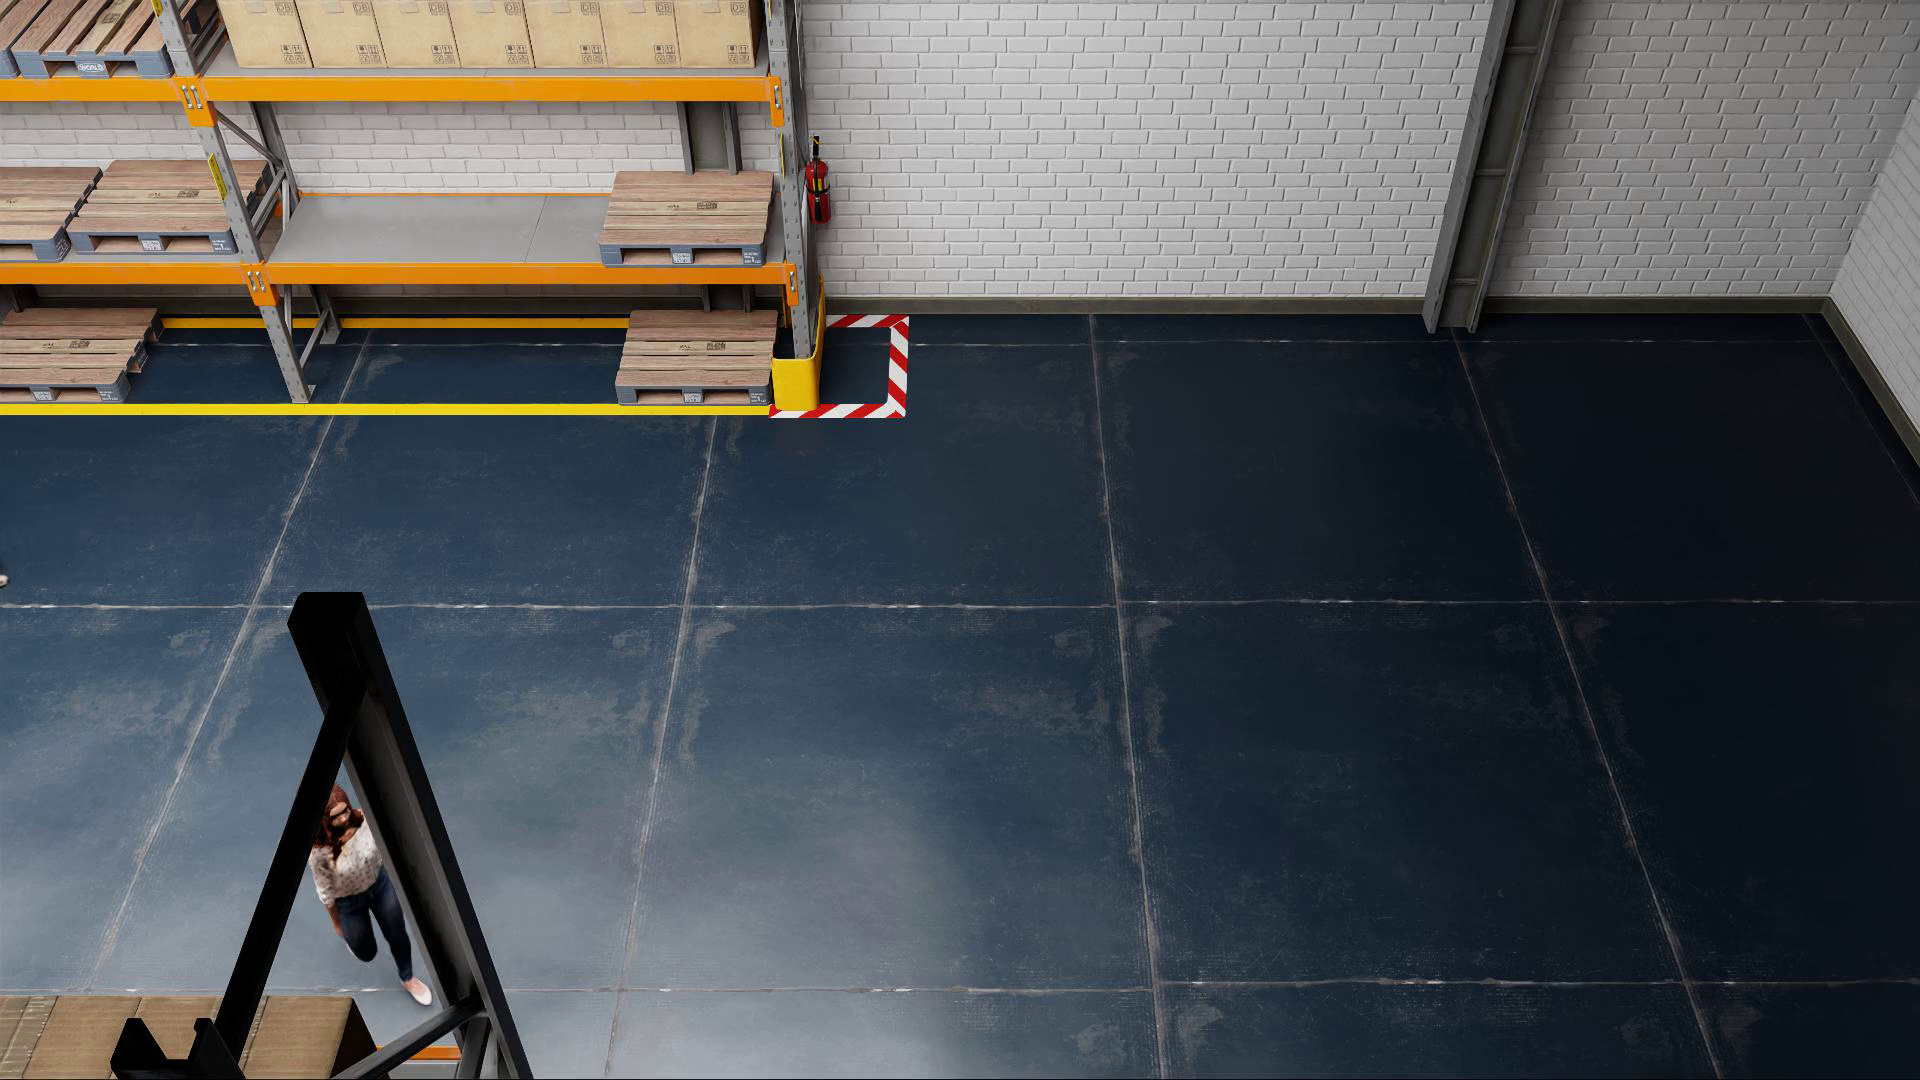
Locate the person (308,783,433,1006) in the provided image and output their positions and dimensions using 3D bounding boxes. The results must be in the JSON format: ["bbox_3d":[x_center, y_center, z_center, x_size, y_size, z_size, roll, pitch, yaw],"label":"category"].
[{"bbox_3d":[-3.210,1.845,8.817,0.949,1.717,0.891,34,53,31],"label":"person"}]
